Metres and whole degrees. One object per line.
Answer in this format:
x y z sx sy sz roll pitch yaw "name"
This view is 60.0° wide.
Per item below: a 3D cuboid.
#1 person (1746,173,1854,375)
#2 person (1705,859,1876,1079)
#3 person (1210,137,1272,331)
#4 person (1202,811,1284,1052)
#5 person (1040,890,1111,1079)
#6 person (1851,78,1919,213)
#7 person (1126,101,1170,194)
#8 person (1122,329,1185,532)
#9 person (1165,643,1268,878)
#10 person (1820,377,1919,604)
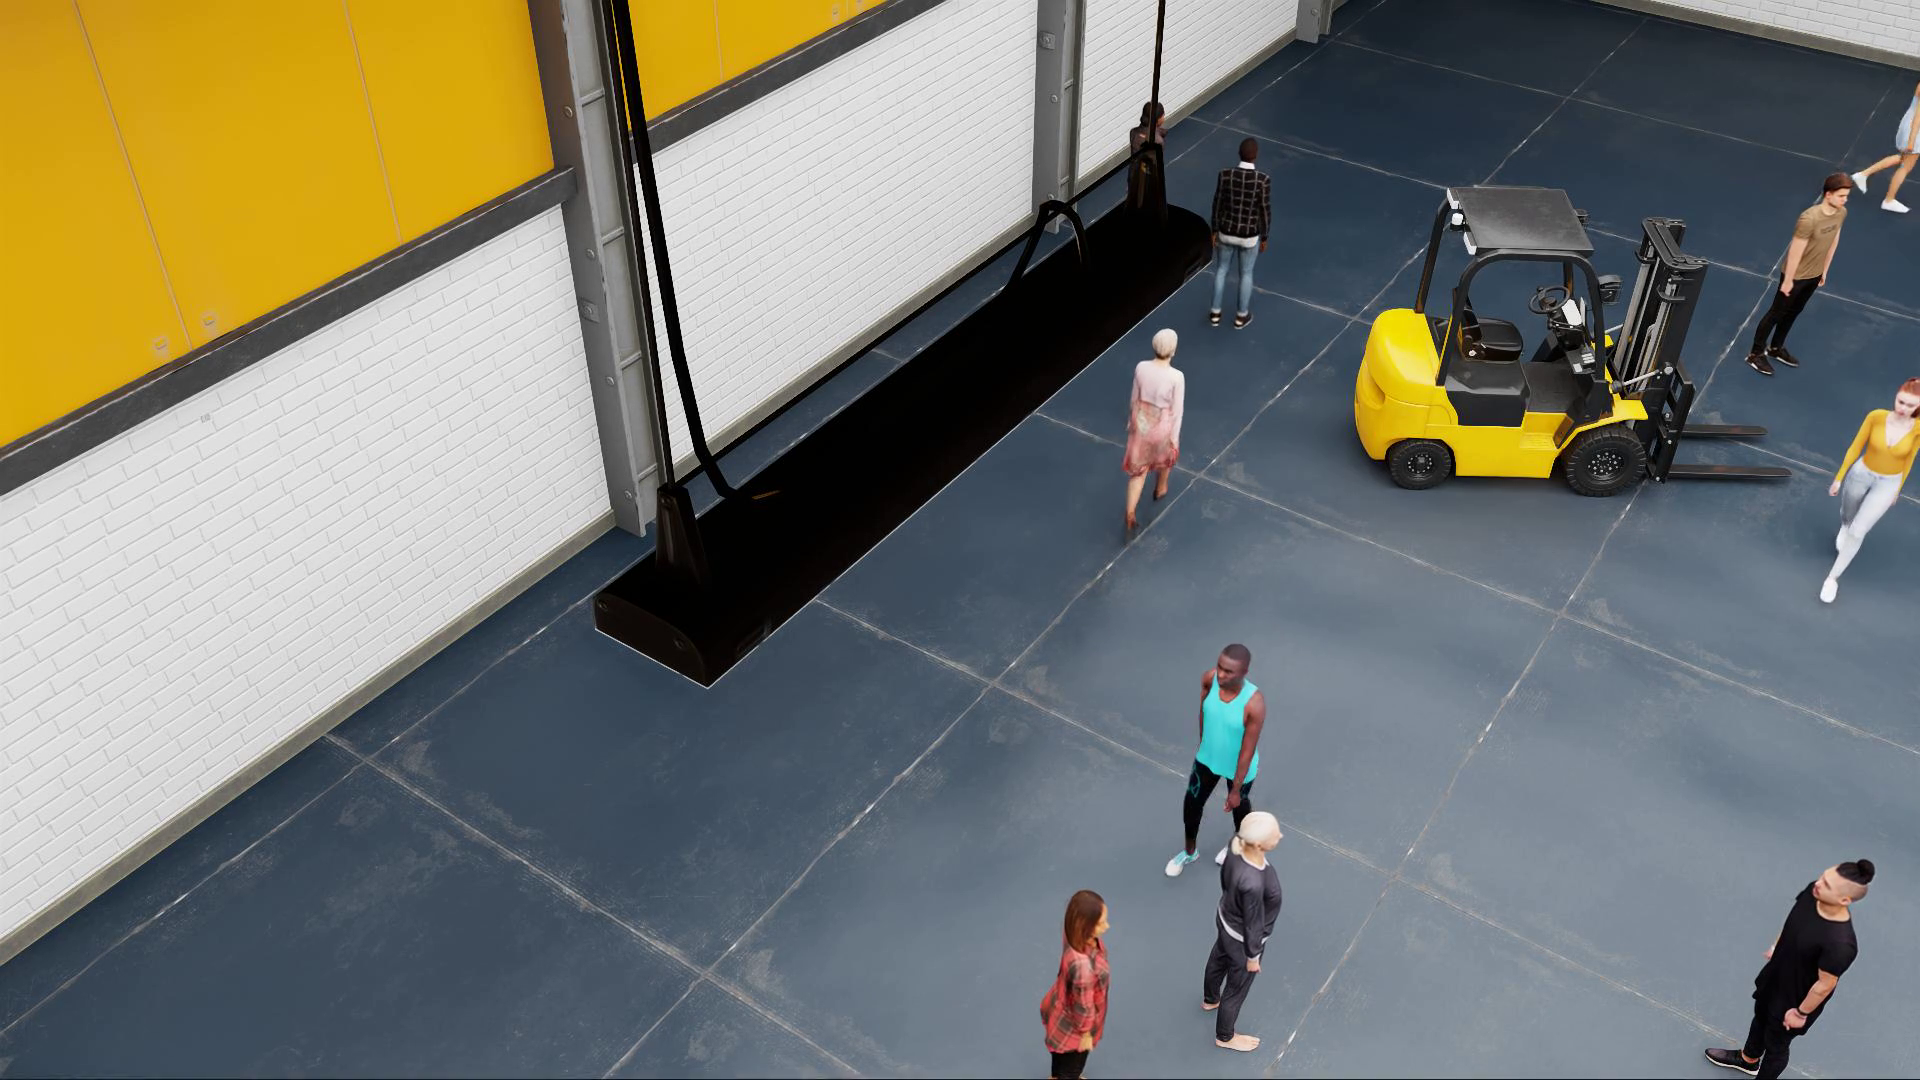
7.240 -2.308 14.301 0.655 1.849 0.791 -18 42 -22 "person"
4.303 2.264 8.563 0.827 1.864 0.691 5 39 6 "person"
2.488 -2.733 14.855 0.735 1.820 0.663 11 40 14 "person"
1.511 2.060 8.929 0.740 1.726 0.673 -5 39 -6 "person"
0.602 2.399 8.527 0.762 1.698 0.673 0 39 0 "person"
9.462 -4.128 16.685 0.758 1.717 0.833 15 41 18 "person"
1.741 -3.370 15.781 0.644 1.660 0.597 24 44 27 "person"
1.435 -0.801 12.569 0.721 1.655 1.068 16 41 19 "person"
1.660 1.261 9.876 0.711 1.792 0.854 29 47 31 "person"
6.618 -0.440 12.070 0.627 1.713 1.178 22 44 25 "person"
